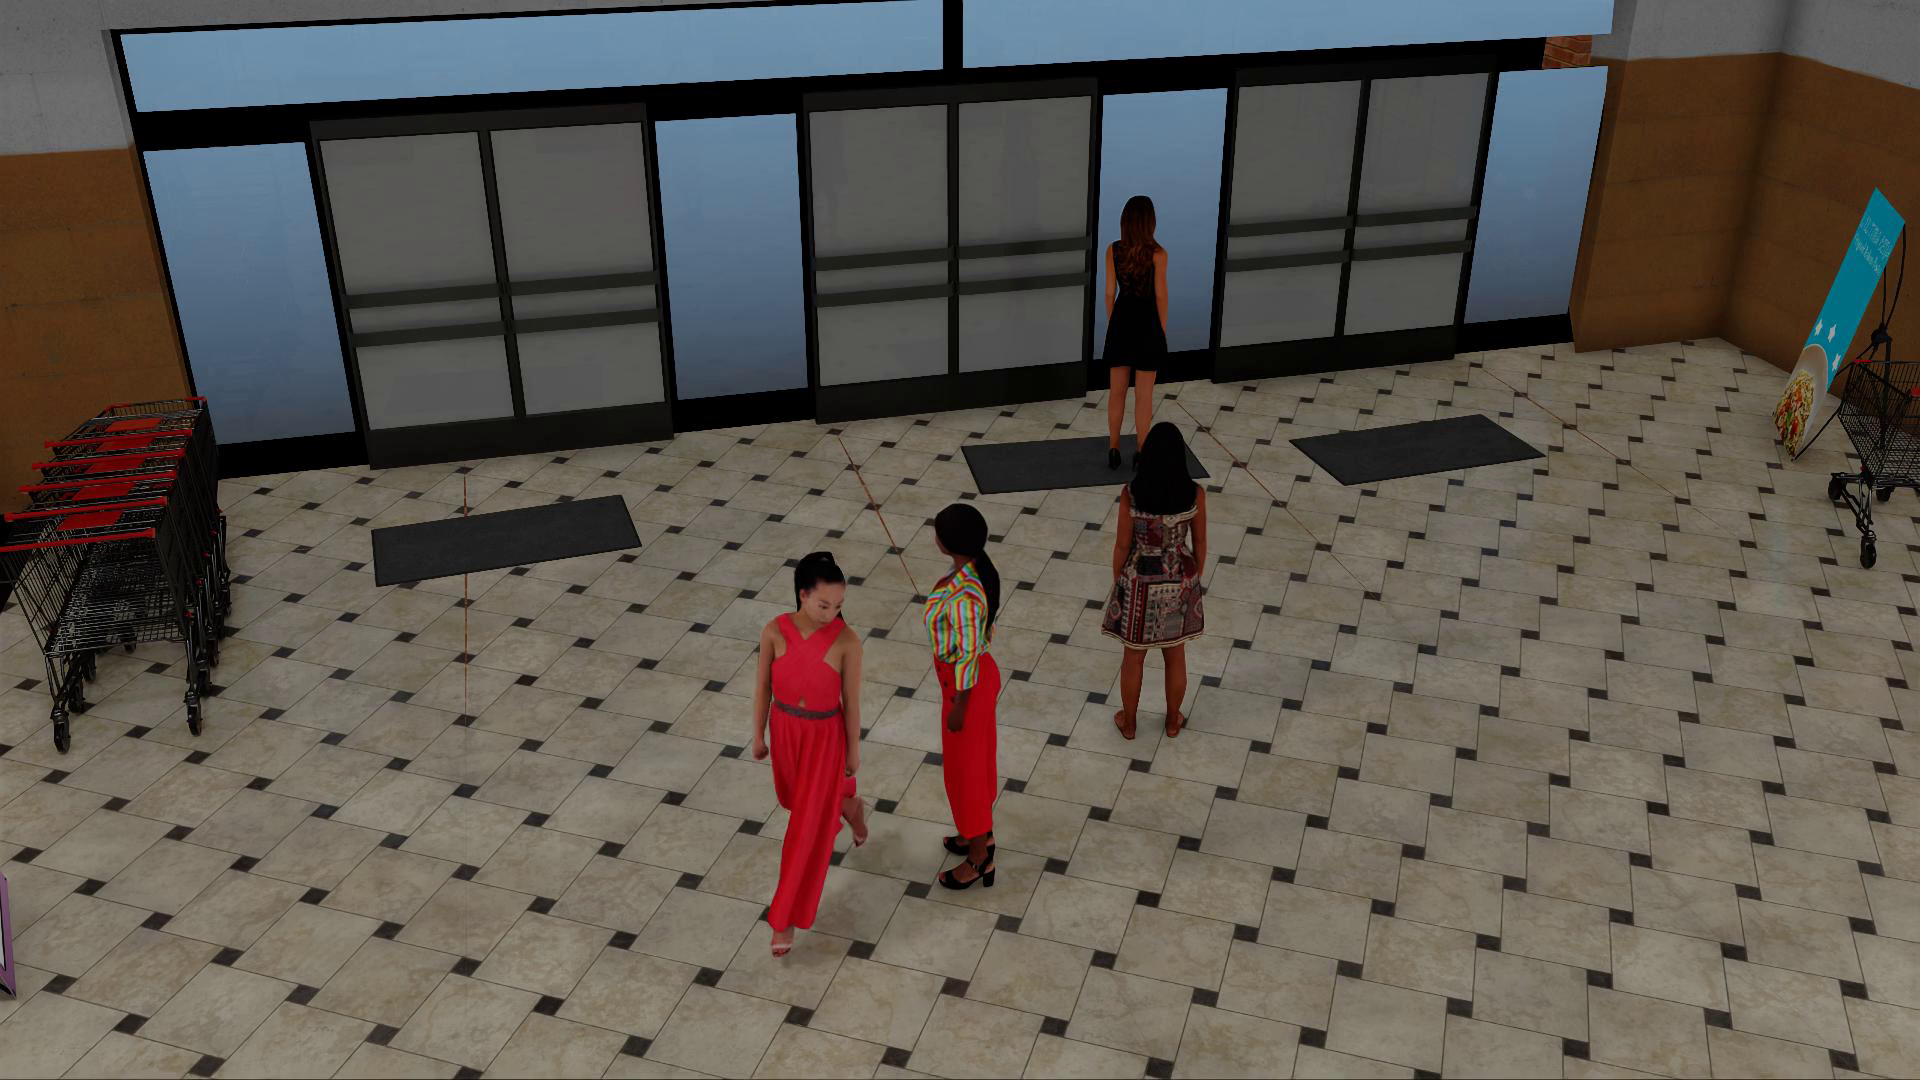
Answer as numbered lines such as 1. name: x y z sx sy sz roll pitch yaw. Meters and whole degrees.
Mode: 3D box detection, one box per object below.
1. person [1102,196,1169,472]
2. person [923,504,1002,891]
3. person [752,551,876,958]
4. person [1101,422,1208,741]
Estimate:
1. person: 1.114 -1.300 10.641 0.665 1.835 0.699 10 29 19
2. person: 0.037 0.653 6.837 0.742 1.792 0.607 4 27 8
3. person: -0.570 0.789 6.691 0.998 1.683 1.185 10 29 19
4. person: 0.931 0.204 7.885 0.692 1.645 0.598 -1 27 -3
